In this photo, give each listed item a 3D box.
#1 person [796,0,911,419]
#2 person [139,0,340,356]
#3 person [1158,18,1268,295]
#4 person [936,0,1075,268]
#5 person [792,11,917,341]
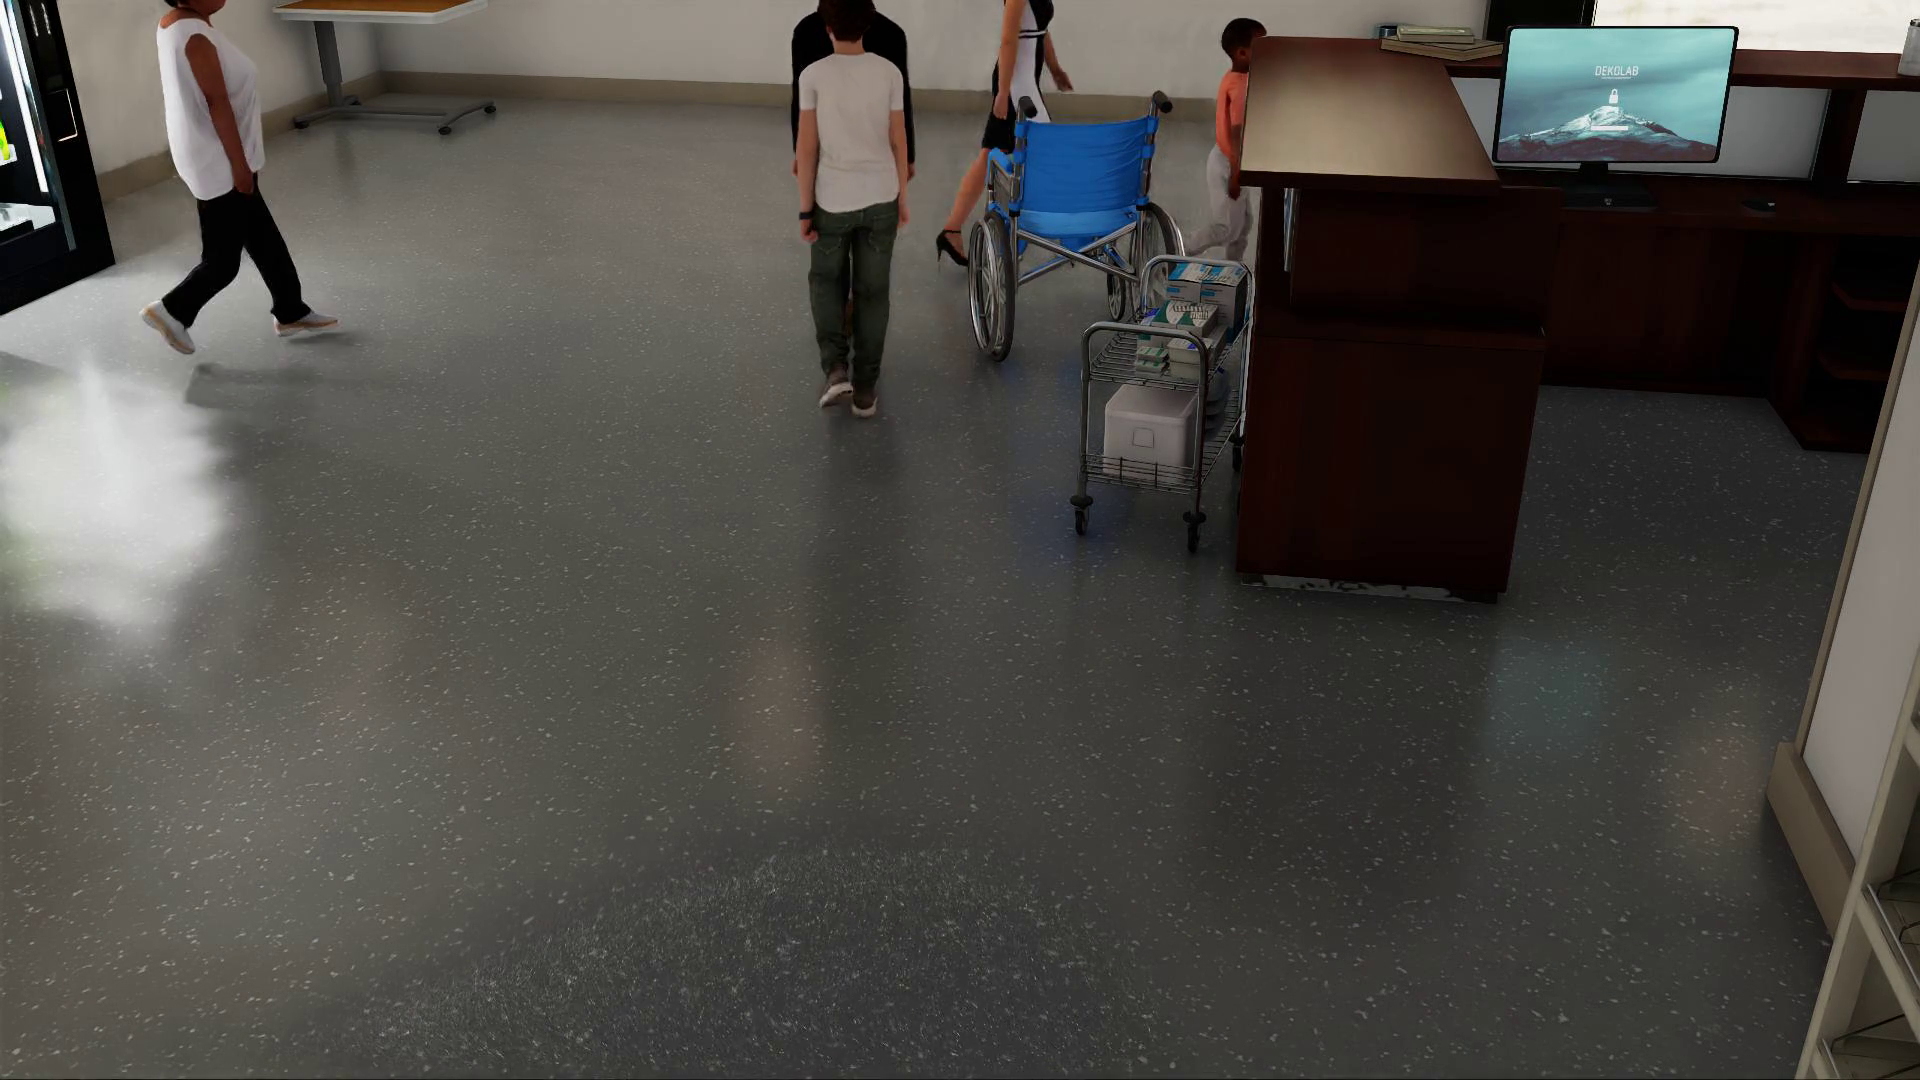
[{"bbox_3d":[-0.384,-1.218,6.210,0.680,1.644,0.772,-3,26,-5],"label":"person"},{"bbox_3d":[-3.138,-1.581,6.941,1.099,1.663,1.078,-14,29,-27],"label":"person"},{"bbox_3d":[1.182,-1.710,7.631,0.539,1.294,0.709,4,26,8],"label":"person"},{"bbox_3d":[0.197,-2.116,7.946,0.796,1.752,1.087,-1,26,-2],"label":"person"},{"bbox_3d":[-0.453,-1.629,6.992,0.666,1.704,0.773,3,26,7],"label":"person"}]
